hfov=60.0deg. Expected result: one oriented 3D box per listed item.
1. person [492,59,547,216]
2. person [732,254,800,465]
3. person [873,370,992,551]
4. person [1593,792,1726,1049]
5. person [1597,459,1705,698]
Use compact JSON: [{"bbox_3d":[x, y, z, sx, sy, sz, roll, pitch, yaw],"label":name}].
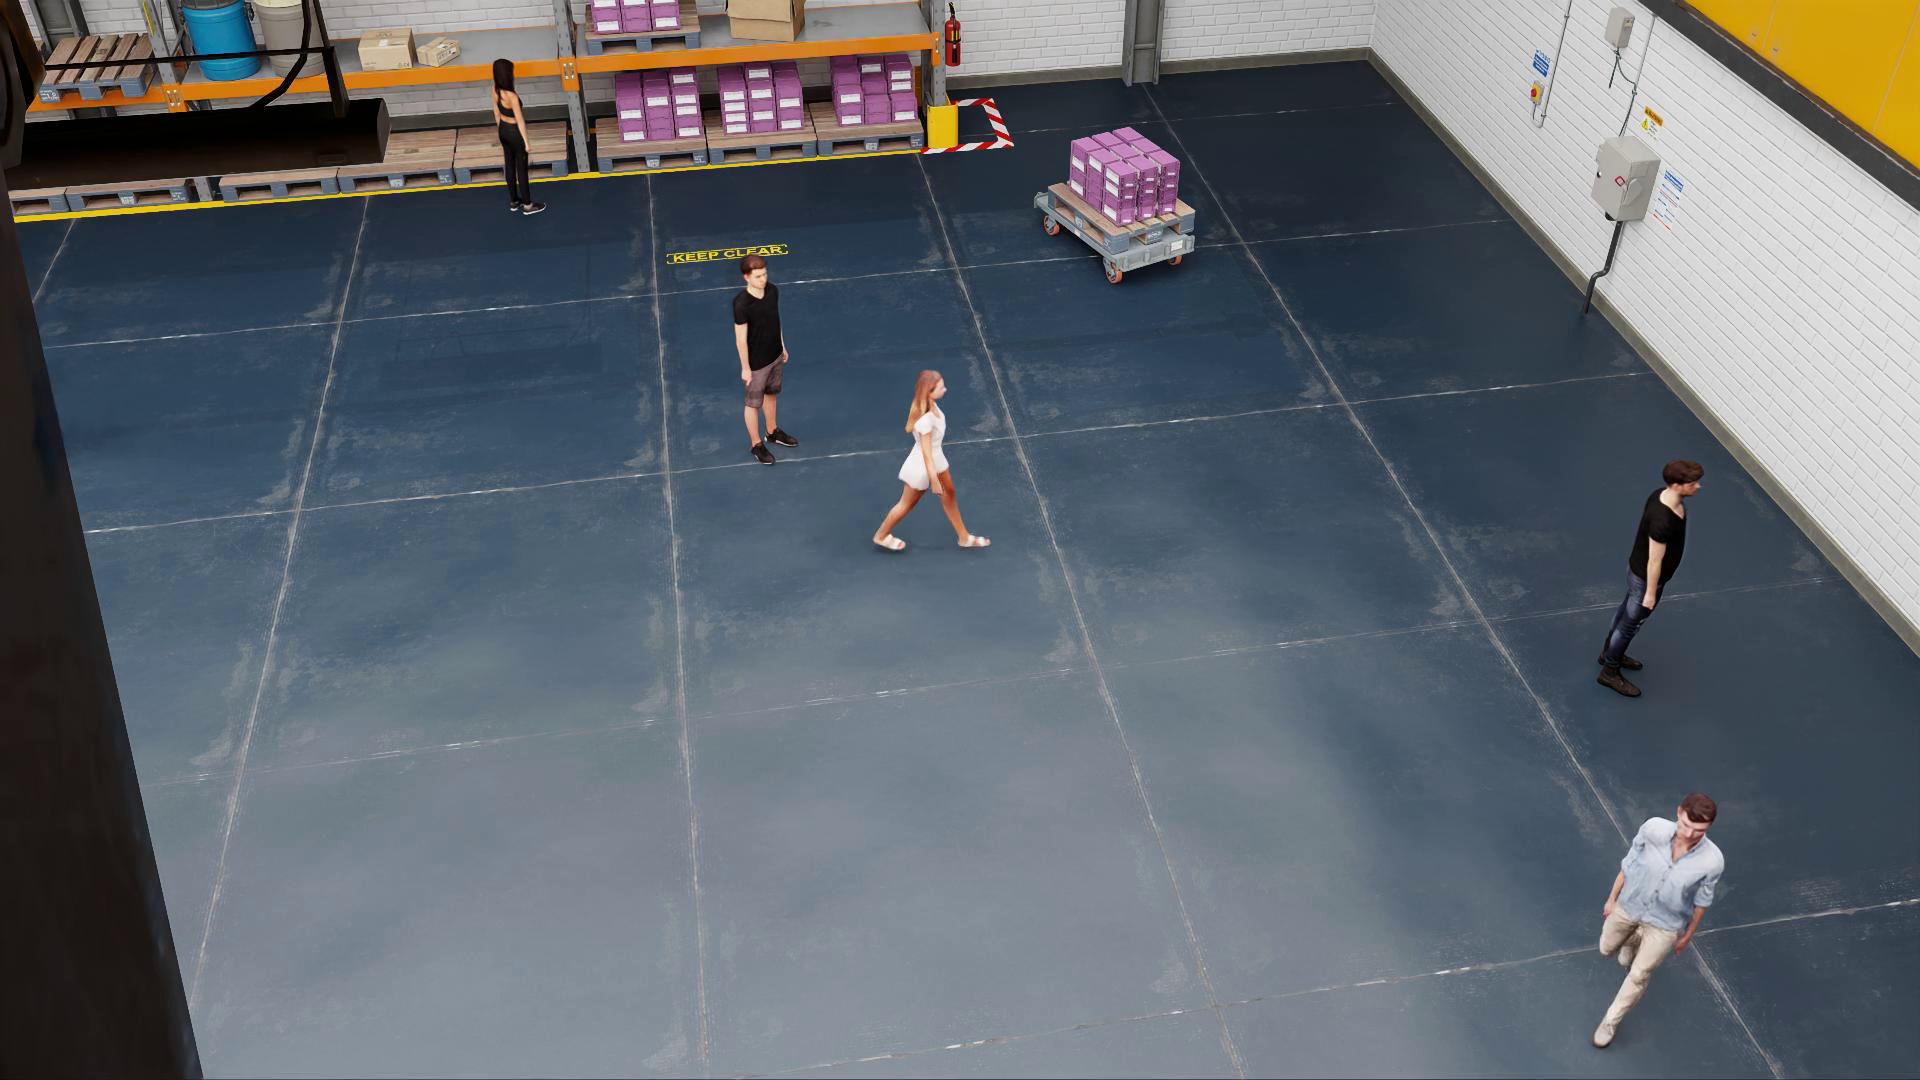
[{"bbox_3d":[-4.640,-4.180,17.230,0.627,1.641,0.683,24,44,27],"label":"person"},{"bbox_3d":[-1.645,-1.532,13.739,0.818,1.862,0.757,24,44,27],"label":"person"},{"bbox_3d":[-0.351,-0.558,12.692,1.211,1.646,0.799,3,39,4],"label":"person"},{"bbox_3d":[3.890,2.032,9.298,0.994,1.833,1.090,28,46,30],"label":"person"},{"bbox_3d":[4.756,0.226,11.509,0.767,1.897,0.759,14,41,17],"label":"person"}]
